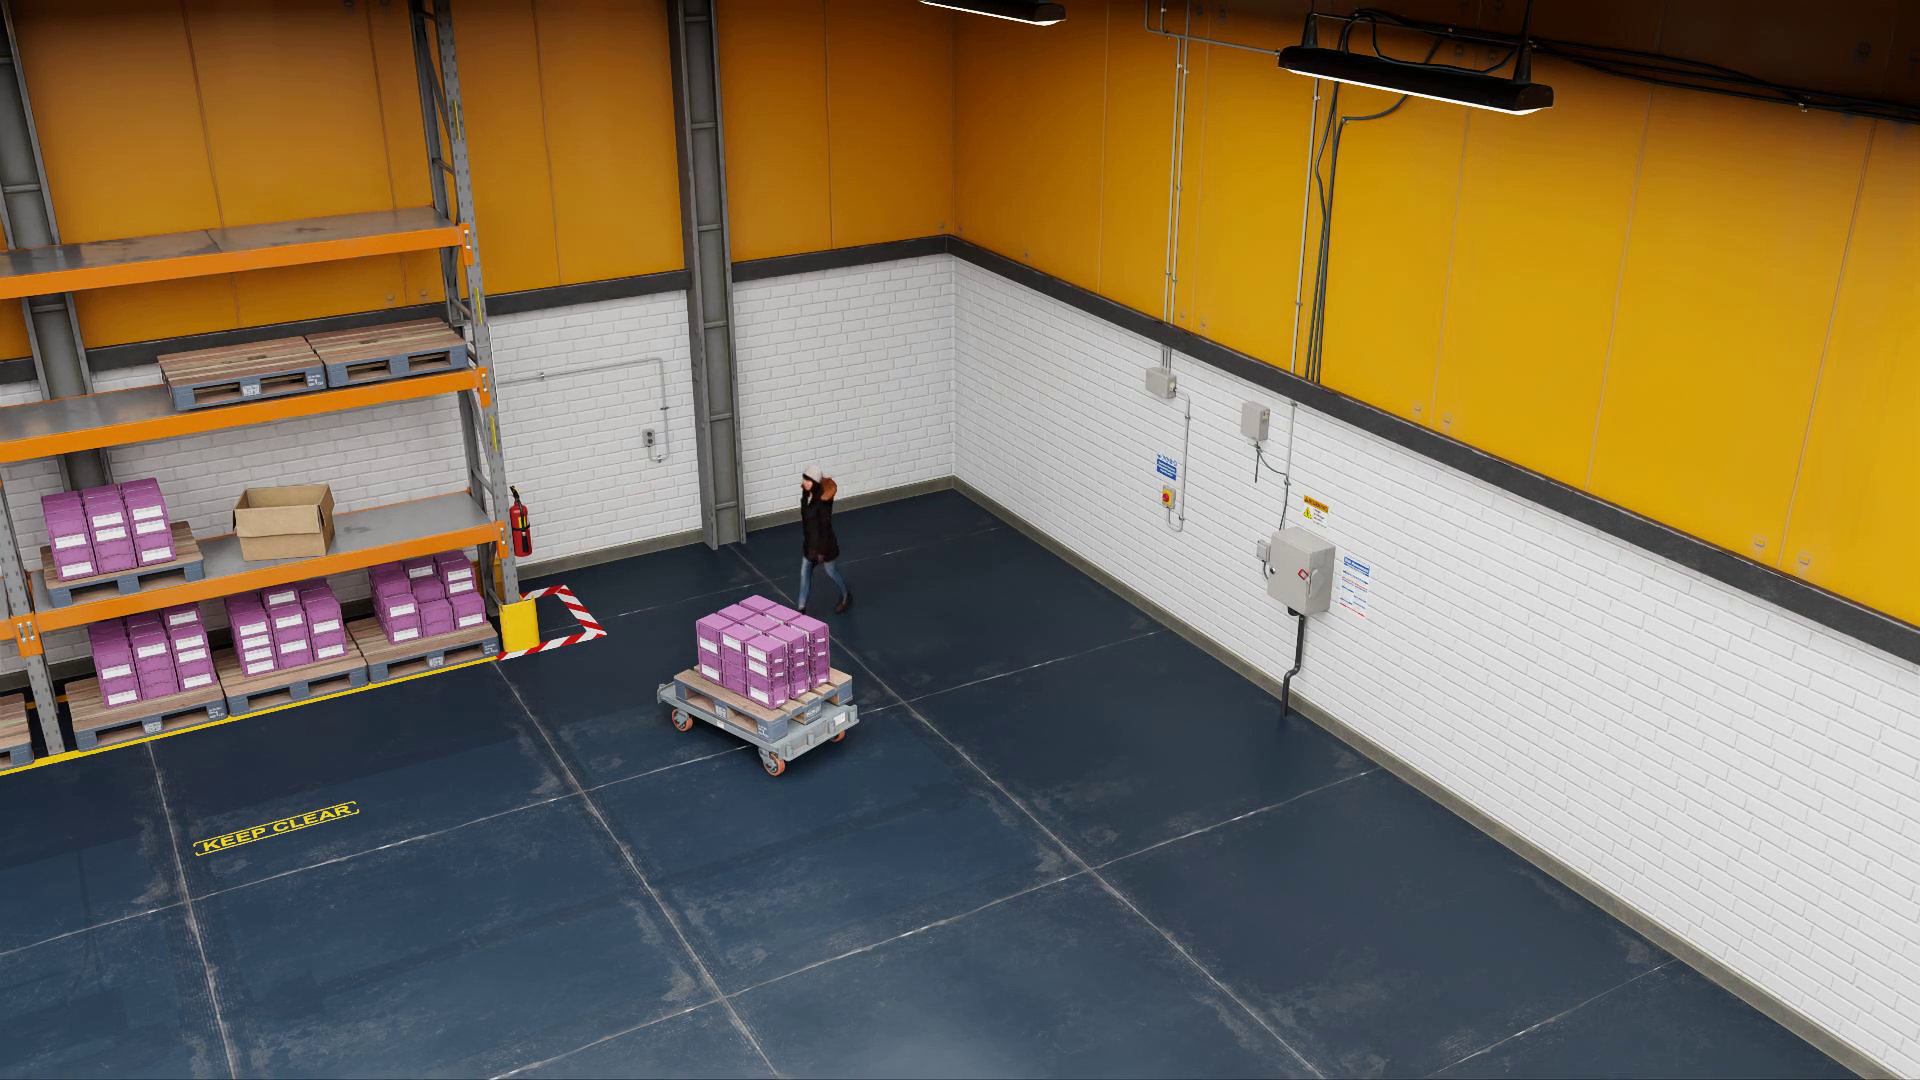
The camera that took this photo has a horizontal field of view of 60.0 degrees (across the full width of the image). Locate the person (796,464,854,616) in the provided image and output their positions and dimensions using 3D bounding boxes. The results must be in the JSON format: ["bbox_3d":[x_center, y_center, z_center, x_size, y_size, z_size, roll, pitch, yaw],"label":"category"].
[{"bbox_3d":[-1.318,0.029,16.329,1.107,1.599,0.802,-21,31,-40],"label":"person"}]
